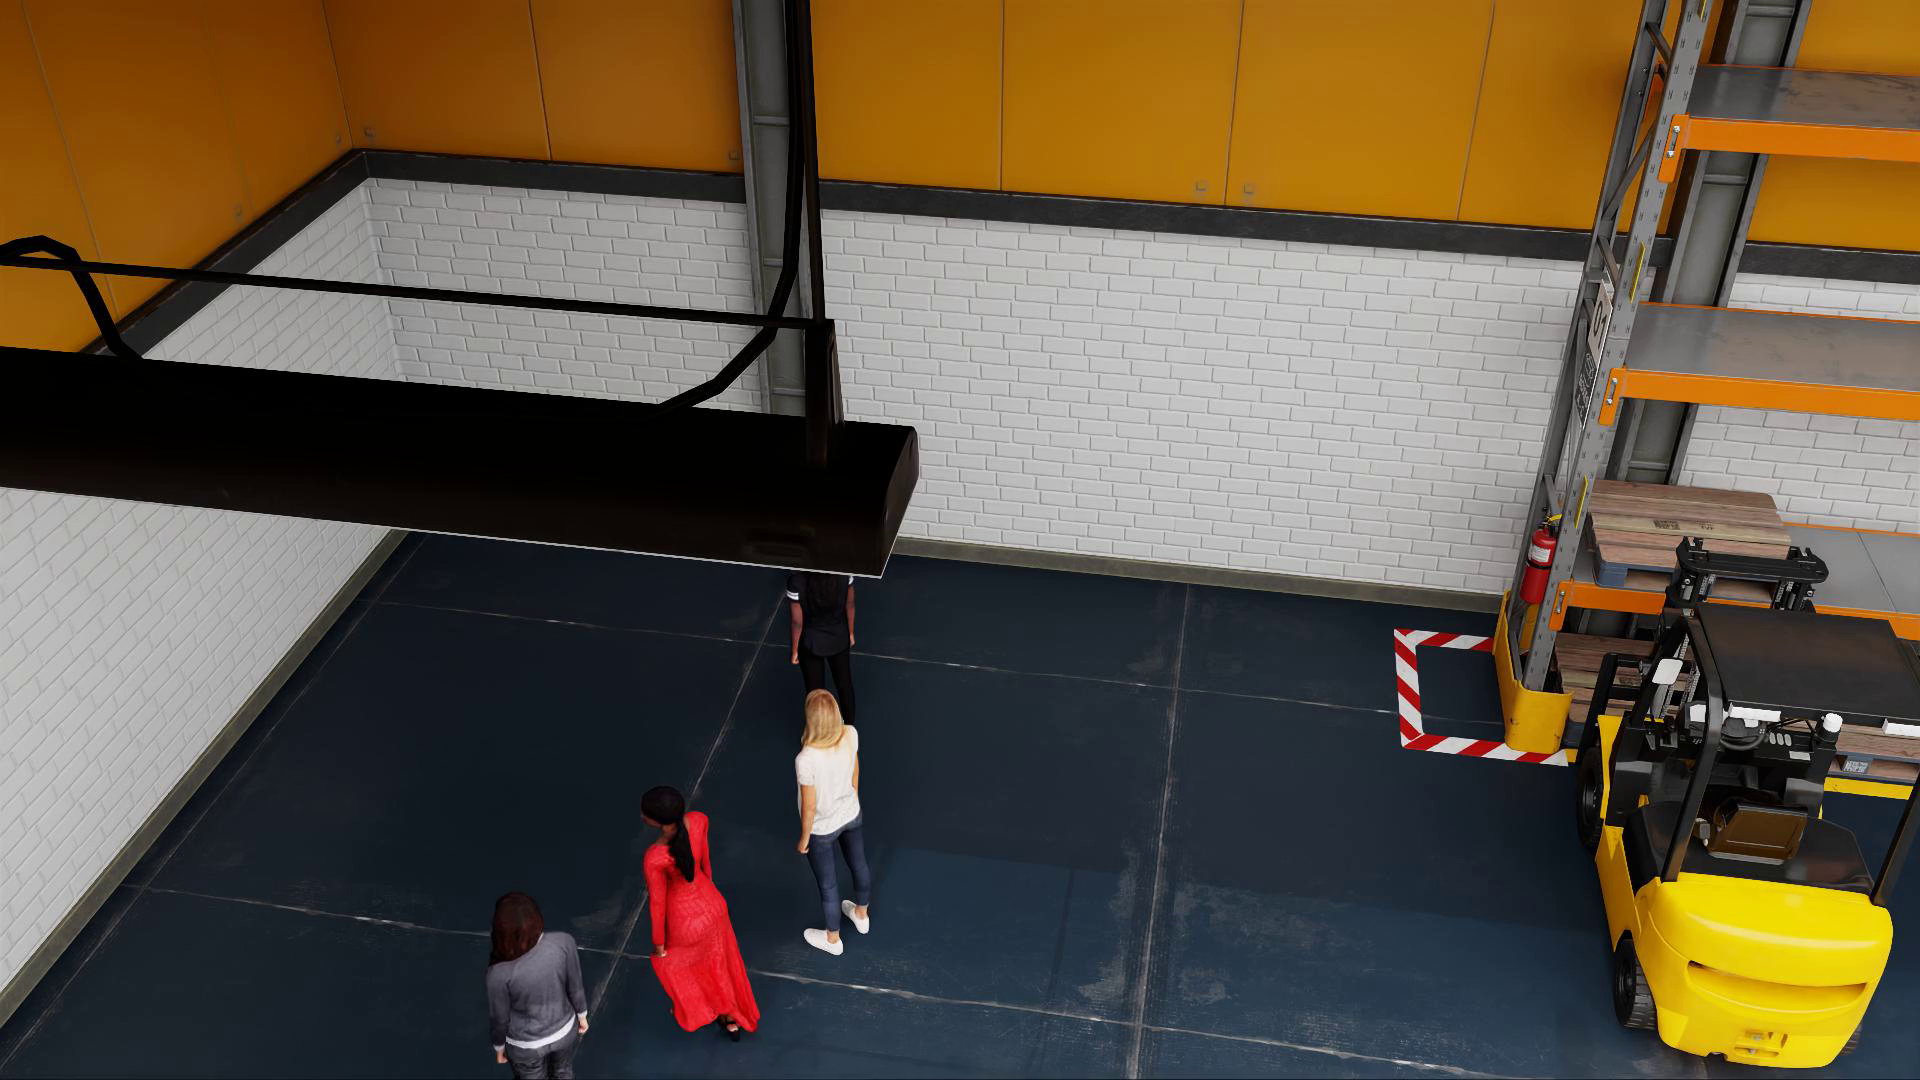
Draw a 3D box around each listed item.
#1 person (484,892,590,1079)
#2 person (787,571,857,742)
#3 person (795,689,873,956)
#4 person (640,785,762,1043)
[{"bbox_3d":[-1.985,2.397,7.984,0.971,1.752,1.043,-23,40,-31],"label":"person"},{"bbox_3d":[-0.870,0.640,10.636,0.694,1.743,0.771,-17,37,-23],"label":"person"},{"bbox_3d":[-0.693,1.561,9.193,0.676,1.806,0.700,-29,43,-36],"label":"person"},{"bbox_3d":[-1.328,2.000,8.578,0.908,1.767,0.857,25,41,32],"label":"person"}]
